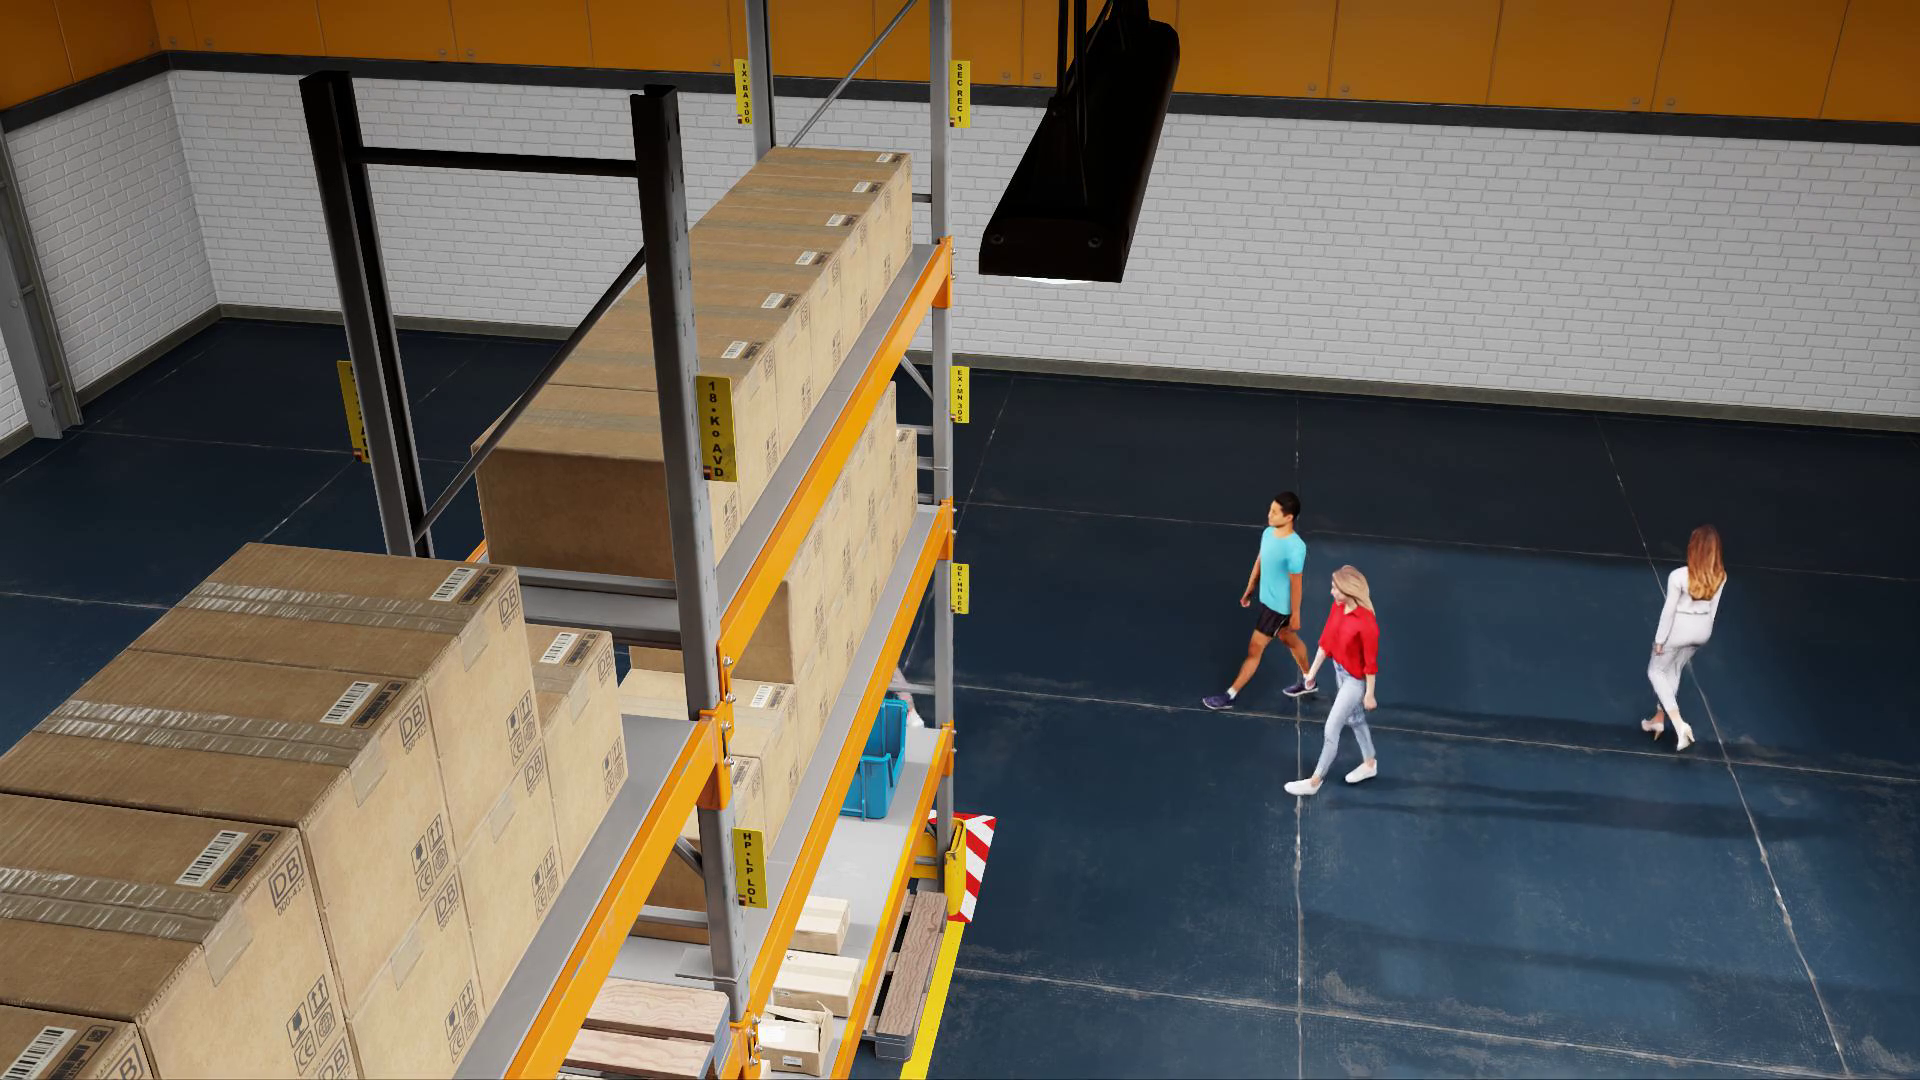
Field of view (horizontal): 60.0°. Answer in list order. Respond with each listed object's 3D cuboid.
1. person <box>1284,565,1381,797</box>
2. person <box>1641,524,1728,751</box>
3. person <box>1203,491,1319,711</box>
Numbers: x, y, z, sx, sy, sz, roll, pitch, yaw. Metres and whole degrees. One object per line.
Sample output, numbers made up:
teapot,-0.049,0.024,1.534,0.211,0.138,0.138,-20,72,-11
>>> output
person,2.701,0.940,11.225,0.998,1.653,1.037,-12,31,-20
person,5.039,0.729,11.512,0.753,1.747,0.943,-5,29,-8
person,2.376,0.465,12.026,1.030,1.718,1.199,-7,29,-12
